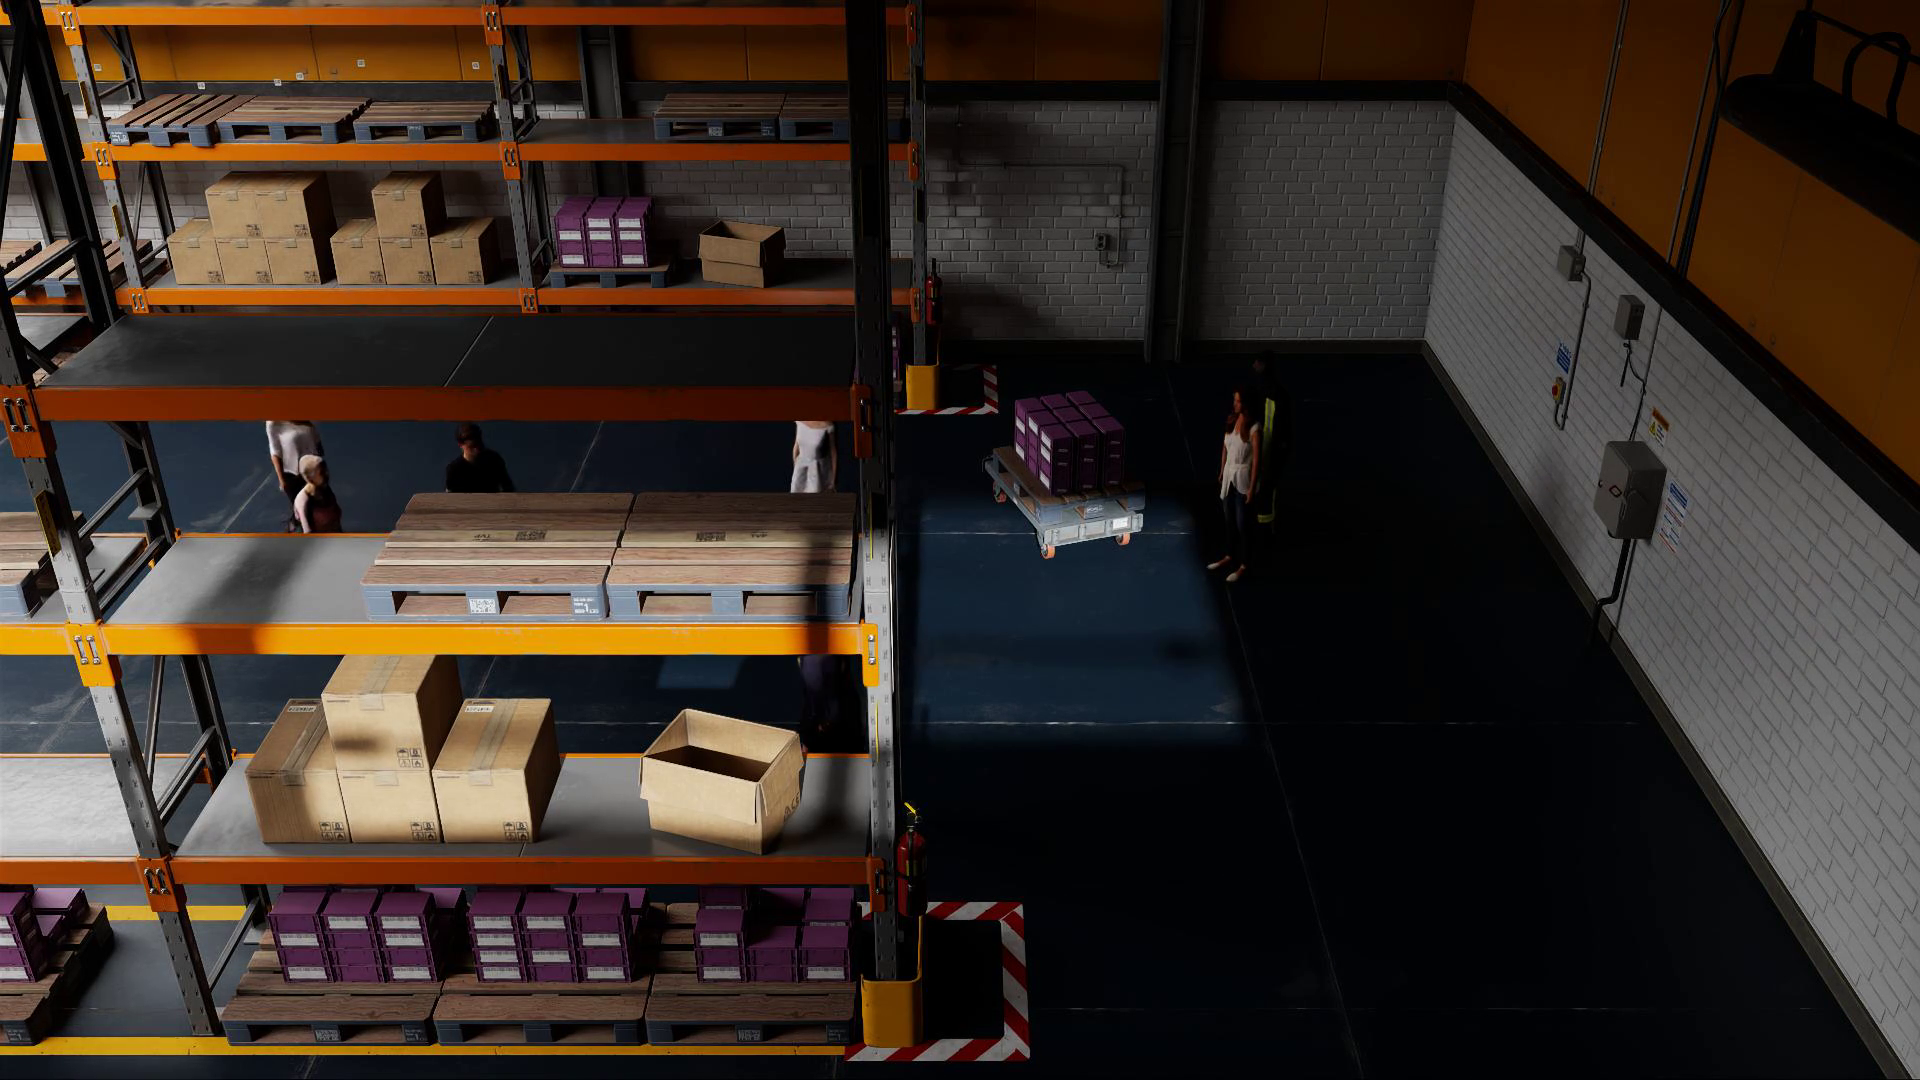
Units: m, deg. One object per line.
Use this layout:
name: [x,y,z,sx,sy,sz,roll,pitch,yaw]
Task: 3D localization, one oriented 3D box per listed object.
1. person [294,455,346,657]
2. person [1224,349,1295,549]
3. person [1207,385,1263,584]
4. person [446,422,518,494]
person: [-4.997,0.105,13.056,0.622,1.687,0.647,5,29,10]
person: [2.596,-0.819,14.568,0.797,1.862,0.928,12,31,21]
person: [2.377,-0.486,14.038,0.687,1.784,0.684,-15,32,-25]
person: [-3.881,-0.142,13.354,1.028,1.836,0.981,20,35,32]
